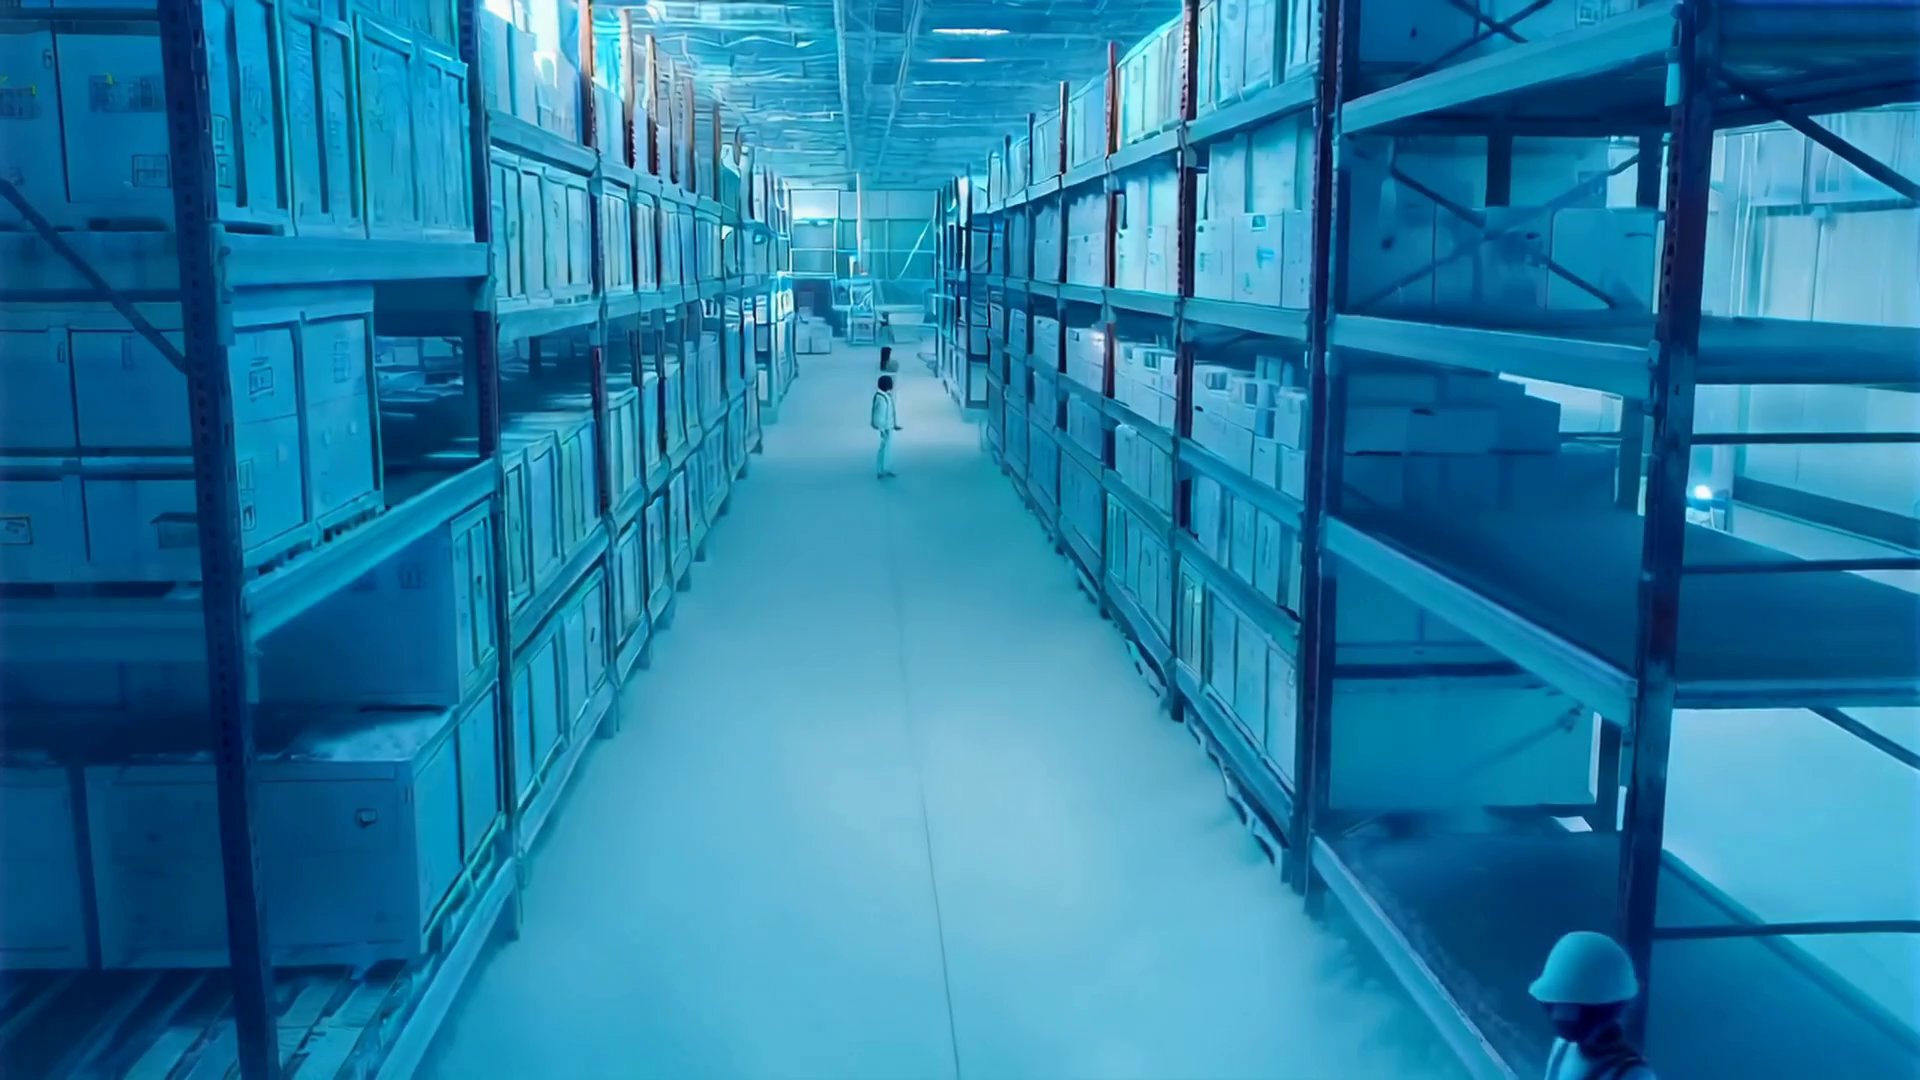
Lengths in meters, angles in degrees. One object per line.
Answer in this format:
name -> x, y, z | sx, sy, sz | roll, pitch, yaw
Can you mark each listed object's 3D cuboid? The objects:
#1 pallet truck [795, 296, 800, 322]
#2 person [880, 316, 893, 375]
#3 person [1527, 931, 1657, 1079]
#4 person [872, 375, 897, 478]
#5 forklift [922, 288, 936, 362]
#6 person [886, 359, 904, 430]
pallet truck -> -8.622, -12.439, 91.403 | 1.885, 1.965, 0.823 | 2, 10, 13
person -> -2.487, -6.612, 56.603 | 0.395, 1.993, 0.616 | 6, 11, 31
person -> 1.919, 2.079, 4.951 | 0.899, 1.912, 0.543 | -2, 10, -9
person -> -1.348, -2.024, 29.690 | 0.430, 1.838, 0.622 | 1, 10, 5
forklift -> -0.878, -8.306, 64.084 | 1.129, 2.768, 1.873 | -1, 10, -3
person -> -1.594, -3.325, 38.068 | 0.545, 1.618, 0.518 | -1, 10, -8
